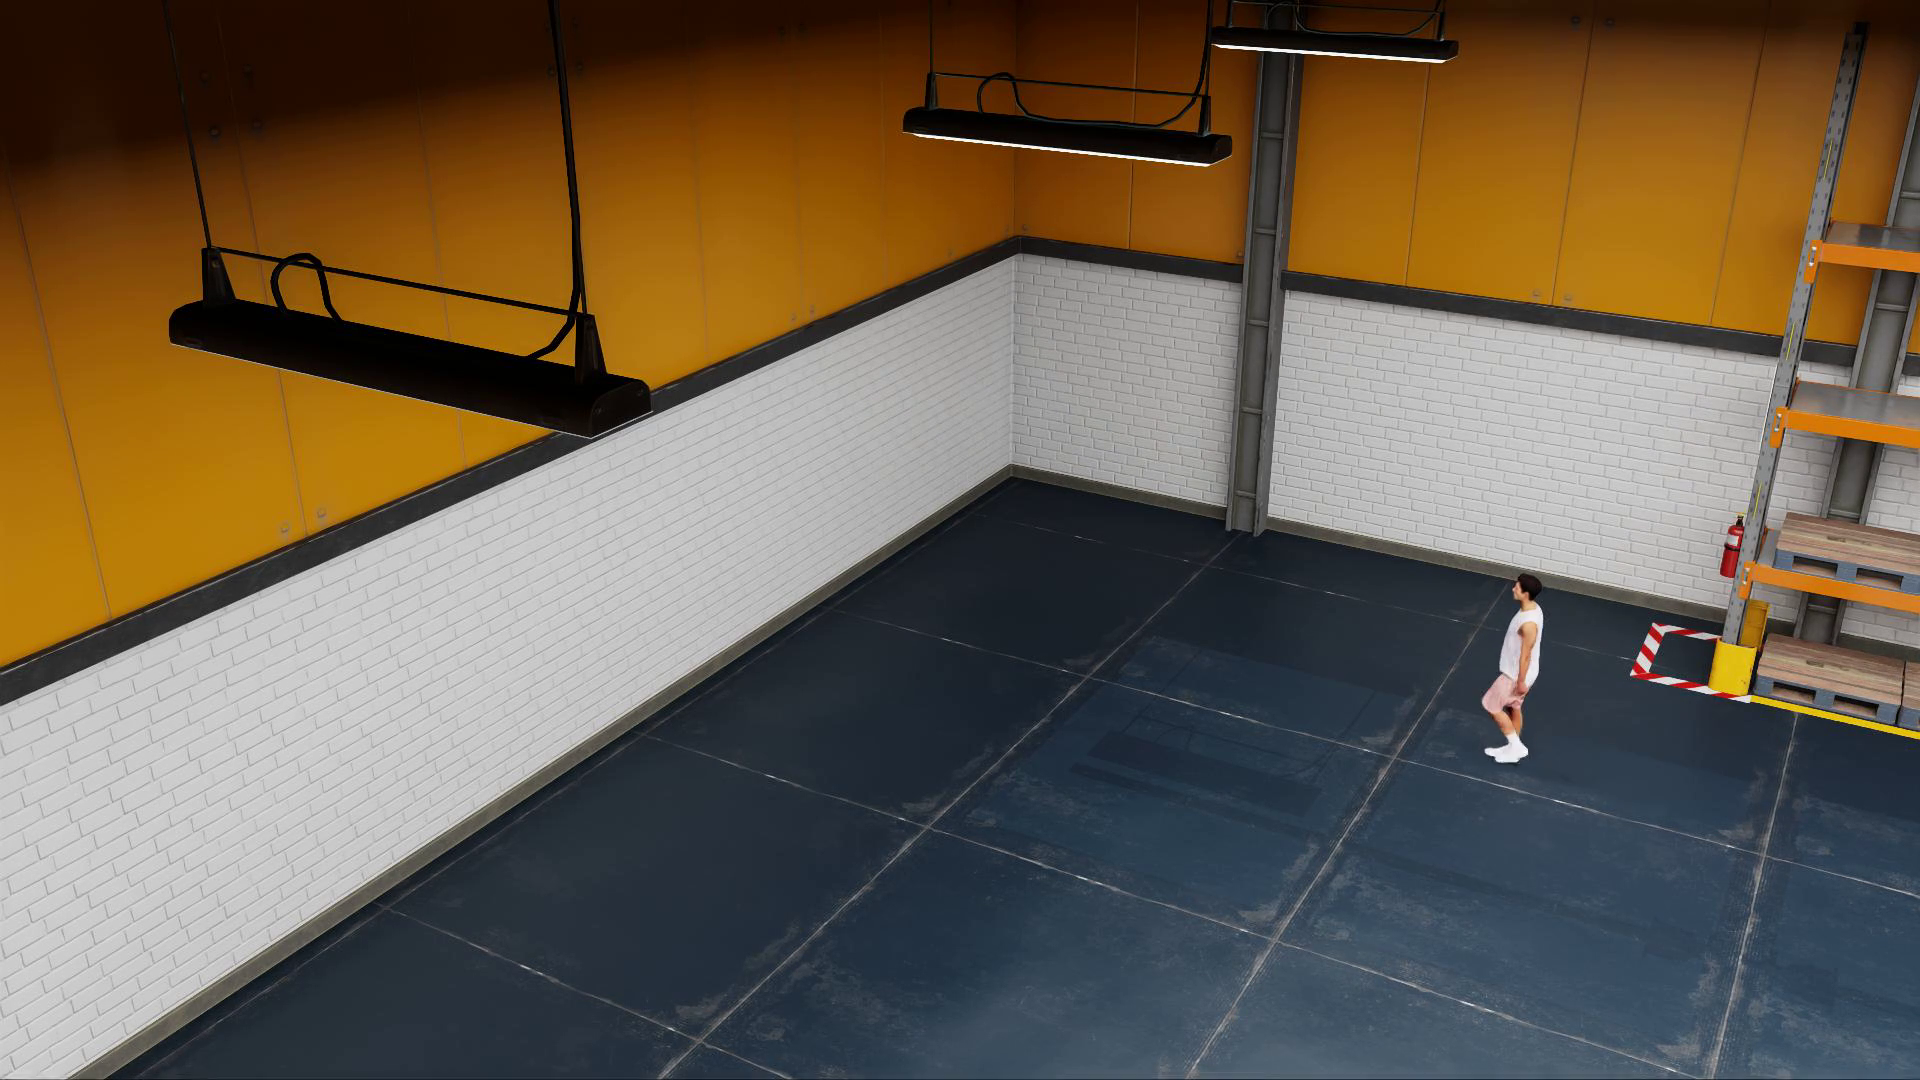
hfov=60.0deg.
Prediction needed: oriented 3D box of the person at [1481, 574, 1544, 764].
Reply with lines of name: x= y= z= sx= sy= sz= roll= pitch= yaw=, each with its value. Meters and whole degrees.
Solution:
person: x=4.859 y=1.135 z=14.242 sx=0.668 sy=1.775 sz=0.640 roll=11 pitch=26 yaw=24
